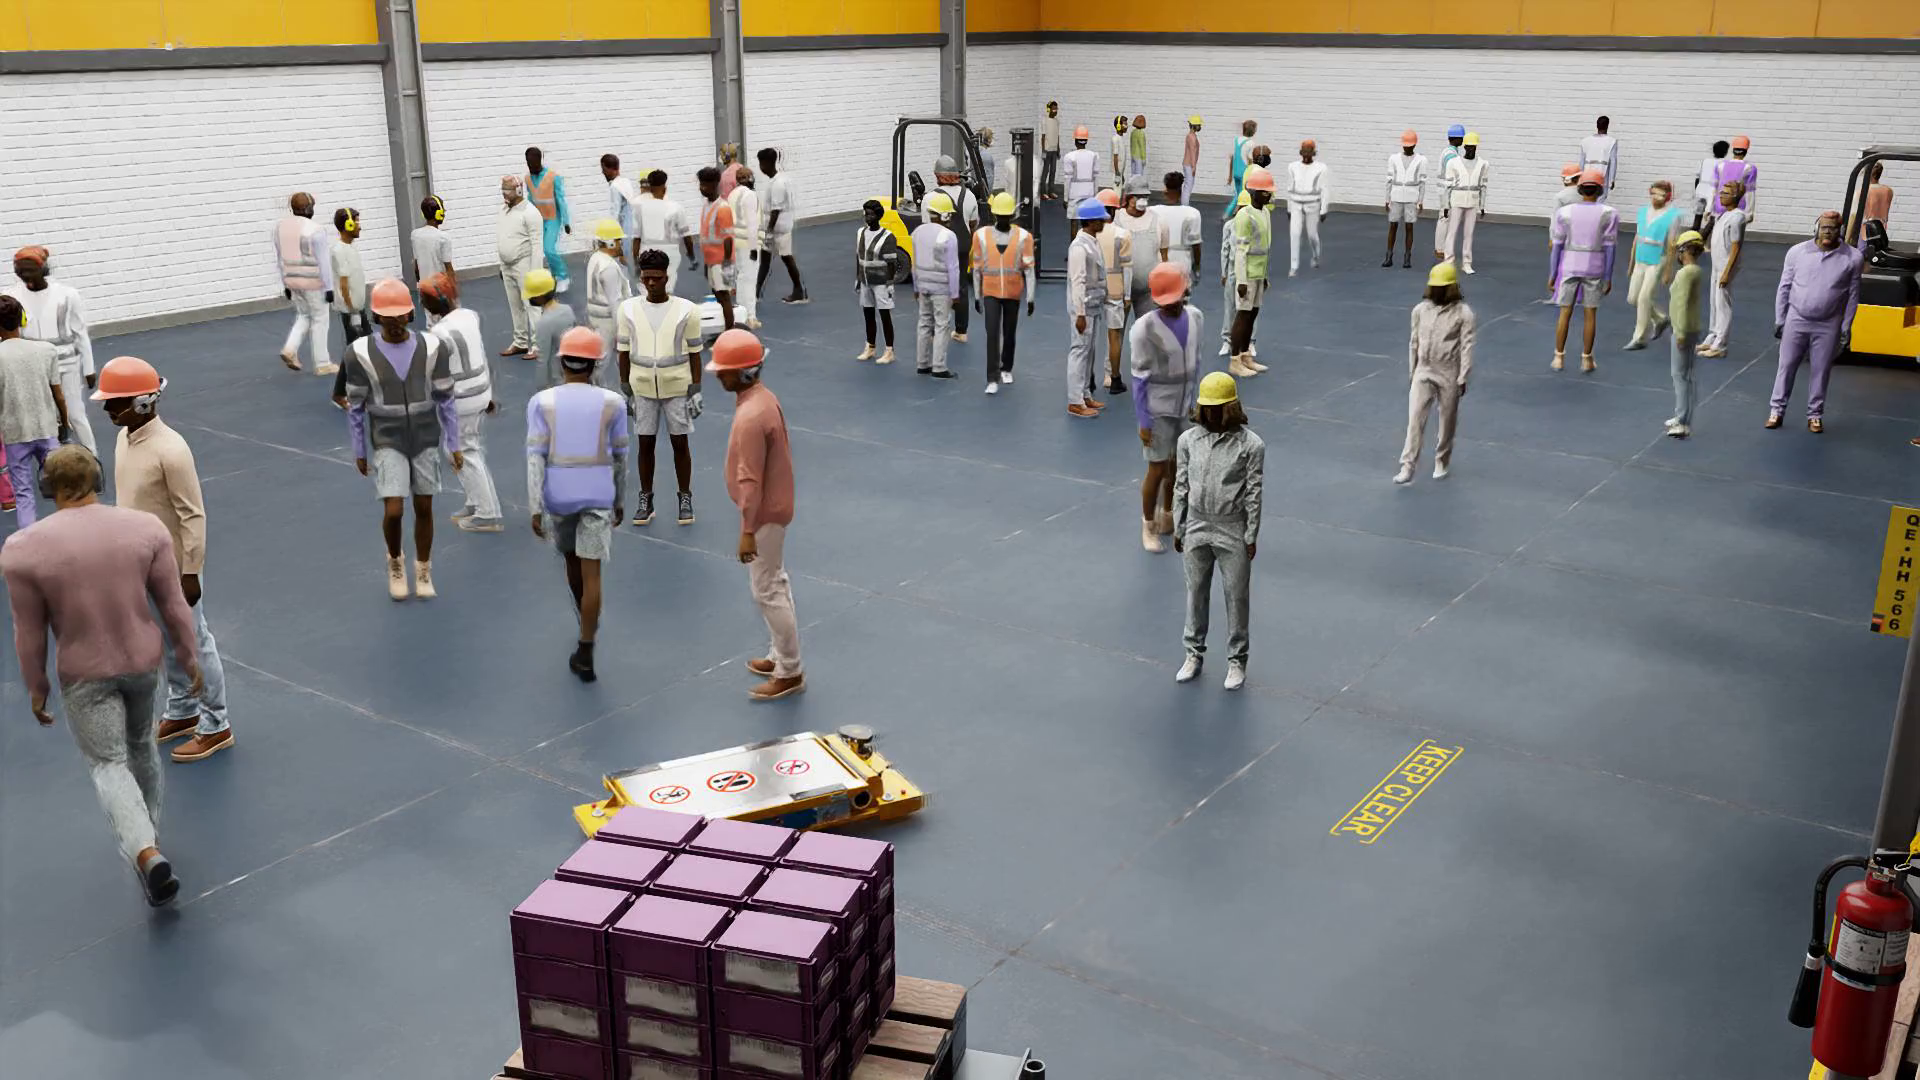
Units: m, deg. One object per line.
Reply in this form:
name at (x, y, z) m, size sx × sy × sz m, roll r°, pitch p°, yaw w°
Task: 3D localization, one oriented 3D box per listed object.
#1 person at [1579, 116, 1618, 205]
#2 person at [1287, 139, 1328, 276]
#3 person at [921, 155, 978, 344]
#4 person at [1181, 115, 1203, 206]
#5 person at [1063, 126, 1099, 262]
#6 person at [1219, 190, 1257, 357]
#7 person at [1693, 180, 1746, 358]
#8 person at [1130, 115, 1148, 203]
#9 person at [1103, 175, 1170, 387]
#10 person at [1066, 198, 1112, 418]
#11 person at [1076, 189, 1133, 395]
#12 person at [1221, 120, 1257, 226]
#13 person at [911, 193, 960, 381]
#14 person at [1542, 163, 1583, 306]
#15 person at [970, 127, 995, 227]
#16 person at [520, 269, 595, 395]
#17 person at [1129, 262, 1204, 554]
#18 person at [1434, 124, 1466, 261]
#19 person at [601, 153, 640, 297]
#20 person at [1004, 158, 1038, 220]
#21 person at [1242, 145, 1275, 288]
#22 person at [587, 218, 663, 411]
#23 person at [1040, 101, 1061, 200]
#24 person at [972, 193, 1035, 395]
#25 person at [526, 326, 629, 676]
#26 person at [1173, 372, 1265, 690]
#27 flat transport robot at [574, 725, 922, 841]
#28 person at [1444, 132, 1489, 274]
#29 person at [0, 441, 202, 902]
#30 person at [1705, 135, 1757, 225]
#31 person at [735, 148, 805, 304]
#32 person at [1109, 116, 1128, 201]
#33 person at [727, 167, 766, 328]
person at (10.172, -5.791, 26.566) m, size 0.593 × 1.921 × 0.391 m, roll 15°, pitch 23°, yaw 38°
person at (4.805, -4.608, 22.985) m, size 0.583 × 1.857 × 0.844 m, roll 8°, pitch 20°, yaw 24°
person at (-0.176, -3.162, 18.147) m, size 0.684 × 2.000 × 0.538 m, roll -12°, pitch 21°, yaw -33°
person at (4.100, -6.604, 29.375) m, size 0.338 × 1.756 × 0.519 m, roll -1°, pitch 18°, yaw -3°
person at (1.728, -4.968, 23.964) m, size 0.545 × 1.938 × 0.358 m, roll -7°, pitch 19°, yaw -20°
person at (2.982, -2.802, 17.501) m, size 0.490 × 1.744 × 0.295 m, roll 4°, pitch 18°, yaw 12°
person at (7.988, -2.833, 17.435) m, size 0.345 × 1.847 × 0.506 m, roll 3°, pitch 18°, yaw 9°
person at (3.368, -7.181, 31.374) m, size 0.279 × 1.634 × 0.498 m, roll -7°, pitch 19°, yaw -20°
person at (1.671, -2.476, 16.001) m, size 0.688 × 2.000 × 0.539 m, roll 0°, pitch 18°, yaw 2°
person at (1.148, -2.078, 14.911) m, size 0.408 × 1.943 × 0.630 m, roll 5°, pitch 19°, yaw 17°
person at (1.367, -2.343, 15.768) m, size 0.542 × 1.929 × 0.374 m, roll 5°, pitch 18°, yaw 15°
person at (4.621, -5.937, 27.184) m, size 0.452 × 1.818 × 0.554 m, roll -12°, pitch 22°, yaw -34°
person at (-0.218, -2.491, 16.409) m, size 0.603 × 1.824 × 0.404 m, roll 17°, pitch 24°, yaw 42°
person at (7.500, -3.772, 20.550) m, size 0.577 × 1.740 × 0.378 m, roll -7°, pitch 19°, yaw -21°
person at (0.336, -4.926, 23.829) m, size 0.372 × 1.940 × 0.631 m, roll -6°, pitch 19°, yaw -19°
person at (-2.985, -1.182, 12.460) m, size 0.446 × 1.722 × 0.571 m, roll 4°, pitch 18°, yaw 13°
person at (1.413, -0.889, 11.126) m, size 0.762 × 1.988 × 0.512 m, roll -15°, pitch 23°, yaw -38°
person at (7.132, -5.058, 24.226) m, size 0.389 × 1.946 × 0.614 m, roll 4°, pitch 18°, yaw 12°
person at (-4.067, -3.735, 20.200) m, size 0.512 × 1.890 × 0.599 m, roll -2°, pitch 18°, yaw -8°
person at (0.905, -5.155, 24.905) m, size 0.527 × 1.709 × 0.954 m, roll 3°, pitch 18°, yaw 10°
person at (3.907, -4.249, 21.869) m, size 0.430 × 1.845 × 0.624 m, roll -1°, pitch 18°, yaw -4°
person at (-3.089, -1.952, 14.776) m, size 0.954 × 1.785 × 0.609 m, roll -5°, pitch 19°, yaw -17°
person at (1.745, -7.467, 31.913) m, size 0.321 × 1.861 × 0.505 m, roll 16°, pitch 24°, yaw 41°
person at (0.418, -2.376, 15.951) m, size 0.600 × 1.878 × 0.896 m, roll 0°, pitch 18°, yaw 1°
person at (-2.122, -0.245, 9.316) m, size 0.552 × 1.852 × 1.017 m, roll -3°, pitch 18°, yaw -10°
person at (1.366, -0.048, 8.907) m, size 0.486 × 1.736 × 0.318 m, roll 9°, pitch 20°, yaw 25°
flat transport robot at (-0.955, 1.155, 7.505) m, size 1.431 × 0.197 × 0.652 m, roll -9°, pitch 20°, yaw -26°
person at (6.974, -4.646, 22.968) m, size 0.588 × 1.930 × 0.364 m, roll 0°, pitch 18°, yaw 1°
person at (-3.451, 0.542, 6.808) m, size 0.648 × 1.897 × 0.891 m, roll -16°, pitch 23°, yaw -40°
person at (10.533, -4.527, 22.631) m, size 0.577 × 1.901 × 0.917 m, roll 15°, pitch 23°, yaw 39°
person at (-2.368, -3.847, 20.485) m, size 0.959 × 1.914 × 0.632 m, roll -3°, pitch 18°, yaw -11°
person at (2.626, -6.025, 27.377) m, size 0.328 × 1.872 × 0.513 m, roll 4°, pitch 18°, yaw 11°
person at (-2.431, -3.374, 19.208) m, size 0.431 × 1.814 × 0.764 m, roll -8°, pitch 20°, yaw -24°
